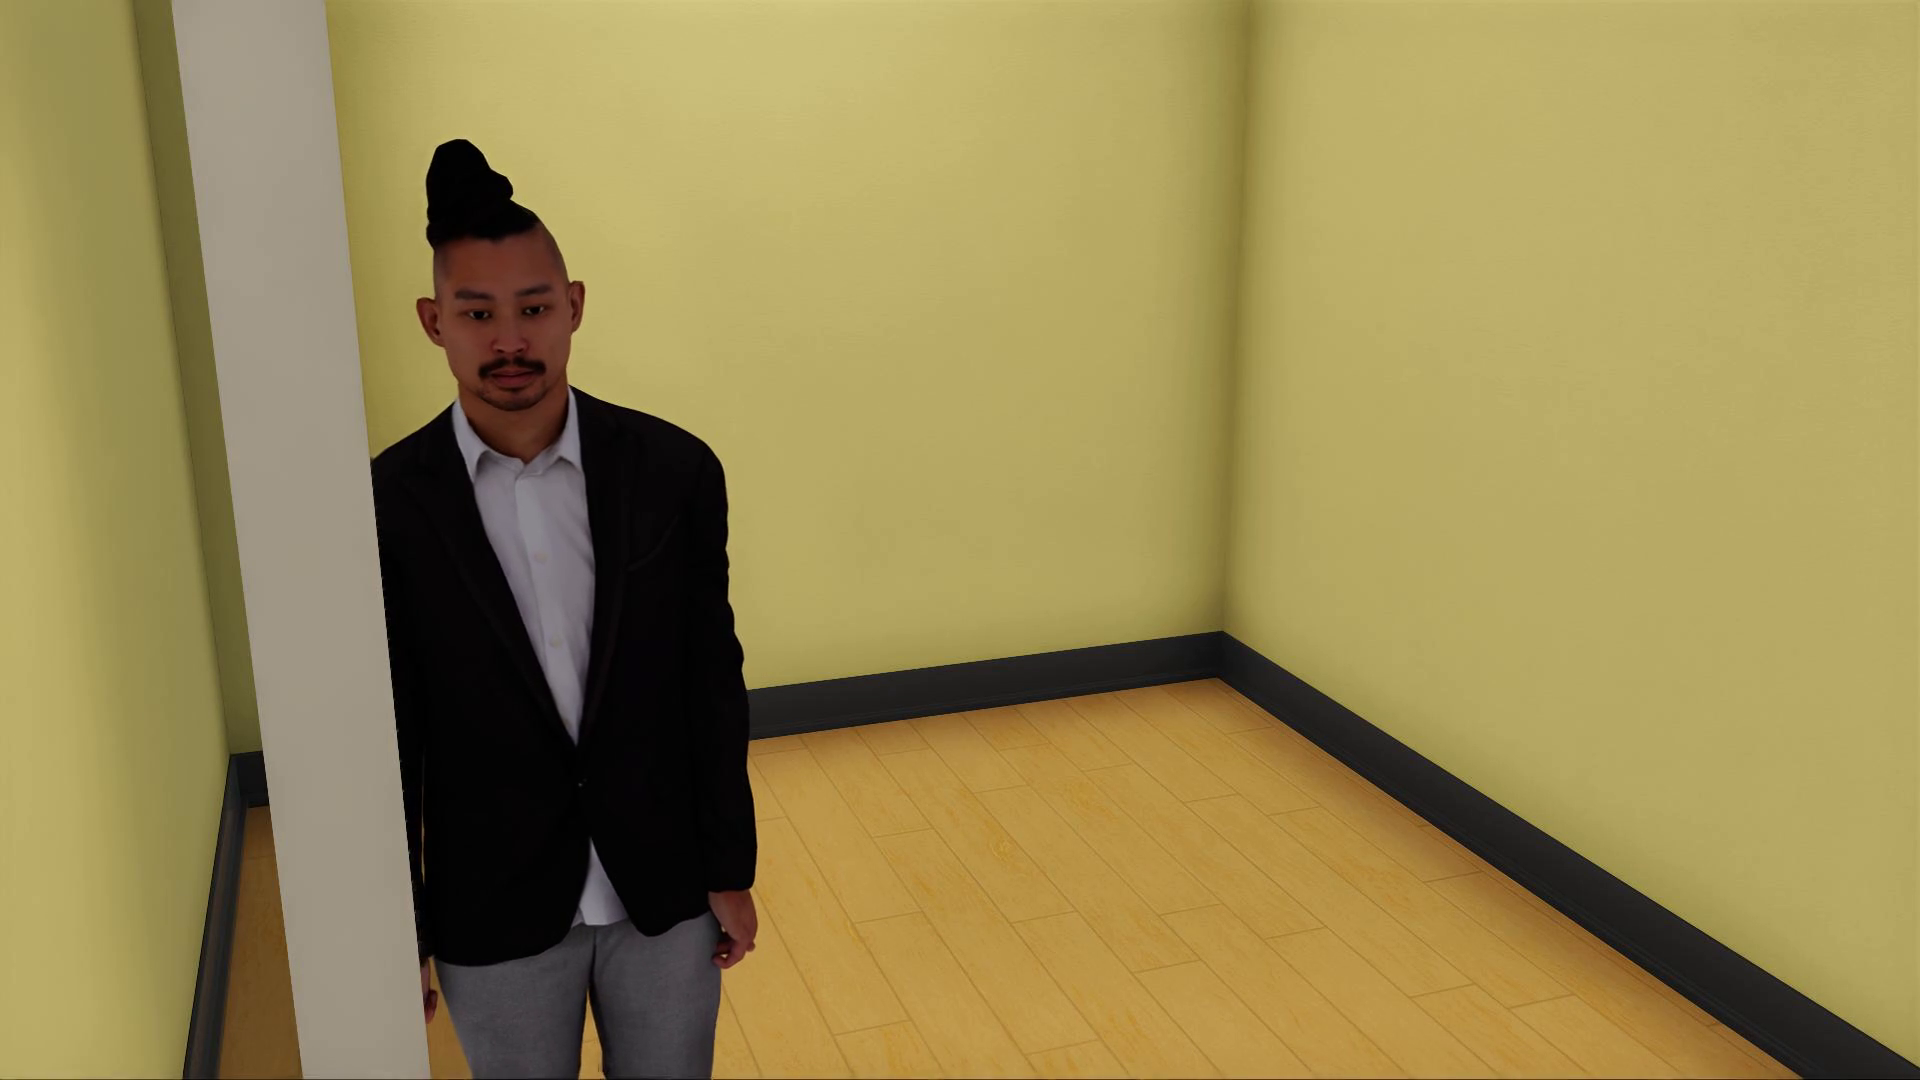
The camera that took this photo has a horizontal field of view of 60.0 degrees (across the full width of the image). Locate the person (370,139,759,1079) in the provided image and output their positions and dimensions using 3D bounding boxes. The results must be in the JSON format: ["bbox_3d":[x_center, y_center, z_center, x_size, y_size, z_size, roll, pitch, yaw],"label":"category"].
[{"bbox_3d":[-0.557,0.433,2.342,0.537,1.952,0.764,-6,17,-21],"label":"person"}]
